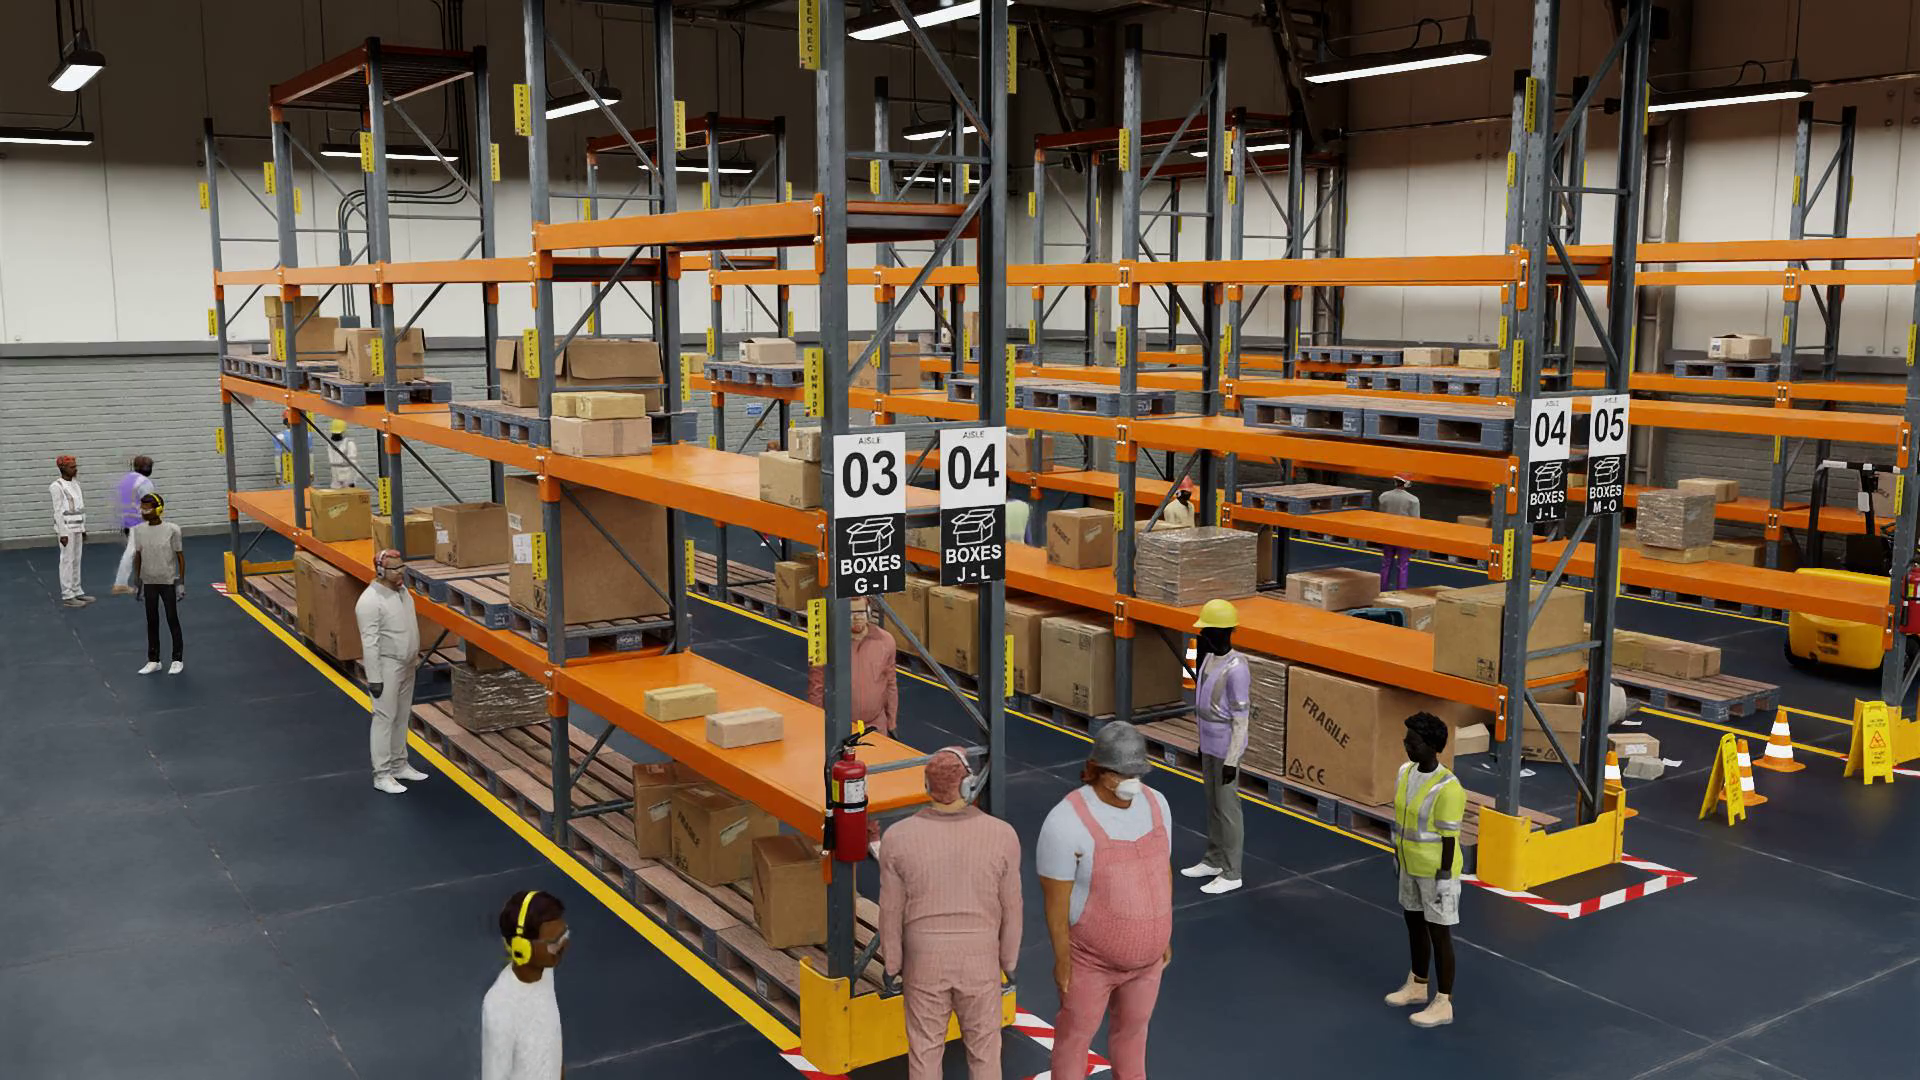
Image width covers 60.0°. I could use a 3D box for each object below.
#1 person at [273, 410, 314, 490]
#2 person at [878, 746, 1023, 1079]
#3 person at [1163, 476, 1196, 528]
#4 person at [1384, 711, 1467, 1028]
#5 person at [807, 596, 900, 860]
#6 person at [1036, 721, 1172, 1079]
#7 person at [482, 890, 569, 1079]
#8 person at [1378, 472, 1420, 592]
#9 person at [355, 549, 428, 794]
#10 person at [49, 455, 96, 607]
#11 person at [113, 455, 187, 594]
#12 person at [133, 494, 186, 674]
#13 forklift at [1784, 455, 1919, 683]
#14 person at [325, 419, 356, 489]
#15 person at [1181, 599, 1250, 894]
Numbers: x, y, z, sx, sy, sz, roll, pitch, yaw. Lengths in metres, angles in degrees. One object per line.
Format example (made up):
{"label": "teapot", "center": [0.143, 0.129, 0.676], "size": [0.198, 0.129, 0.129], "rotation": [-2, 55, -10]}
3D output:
{"label": "person", "center": [-10.680, -1.103, 26.690], "size": [0.608, 2.047, 0.366], "rotation": [-5, 10, -32]}
{"label": "person", "center": [-0.043, 1.860, 7.434], "size": [0.642, 1.905, 0.399], "rotation": [0, 9, -2]}
{"label": "person", "center": [2.614, 0.109, 19.584], "size": [0.330, 1.751, 0.564], "rotation": [6, 11, 37]}
{"label": "person", "center": [2.492, 1.747, 8.909], "size": [0.321, 1.686, 0.530], "rotation": [-3, 9, -19]}
{"label": "person", "center": [-0.712, 1.272, 11.336], "size": [0.651, 1.906, 0.403], "rotation": [-3, 9, -21]}
{"label": "person", "center": [0.704, 1.784, 7.481], "size": [0.684, 2.000, 0.537], "rotation": [-5, 10, -32]}
{"label": "person", "center": [-1.623, 2.116, 5.948], "size": [0.752, 1.843, 0.525], "rotation": [0, 9, -2]}
{"label": "person", "center": [5.443, -0.036, 20.596], "size": [0.344, 1.746, 0.571], "rotation": [-8, 12, -44]}
{"label": "person", "center": [-4.438, 1.013, 13.059], "size": [0.407, 1.906, 0.655], "rotation": [1, 9, 9]}
{"label": "person", "center": [-11.037, -0.116, 20.659], "size": [0.355, 1.883, 0.575], "rotation": [-1, 9, -5]}
{"label": "person", "center": [-10.581, -0.199, 21.566], "size": [0.650, 1.786, 0.958], "rotation": [8, 12, 43]}
{"label": "person", "center": [-8.171, 0.448, 16.964], "size": [0.532, 1.864, 0.310], "rotation": [0, 9, 0]}
{"label": "forklift", "center": [9.643, 0.253, 17.172], "size": [2.313, 2.155, 1.214], "rotation": [-6, 10, -33]}
{"label": "person", "center": [-9.860, -0.995, 26.528], "size": [0.603, 1.876, 0.831], "rotation": [3, 9, 19]}
{"label": "person", "center": [1.687, 1.335, 10.848], "size": [0.366, 1.927, 0.585], "rotation": [-2, 9, -12]}
